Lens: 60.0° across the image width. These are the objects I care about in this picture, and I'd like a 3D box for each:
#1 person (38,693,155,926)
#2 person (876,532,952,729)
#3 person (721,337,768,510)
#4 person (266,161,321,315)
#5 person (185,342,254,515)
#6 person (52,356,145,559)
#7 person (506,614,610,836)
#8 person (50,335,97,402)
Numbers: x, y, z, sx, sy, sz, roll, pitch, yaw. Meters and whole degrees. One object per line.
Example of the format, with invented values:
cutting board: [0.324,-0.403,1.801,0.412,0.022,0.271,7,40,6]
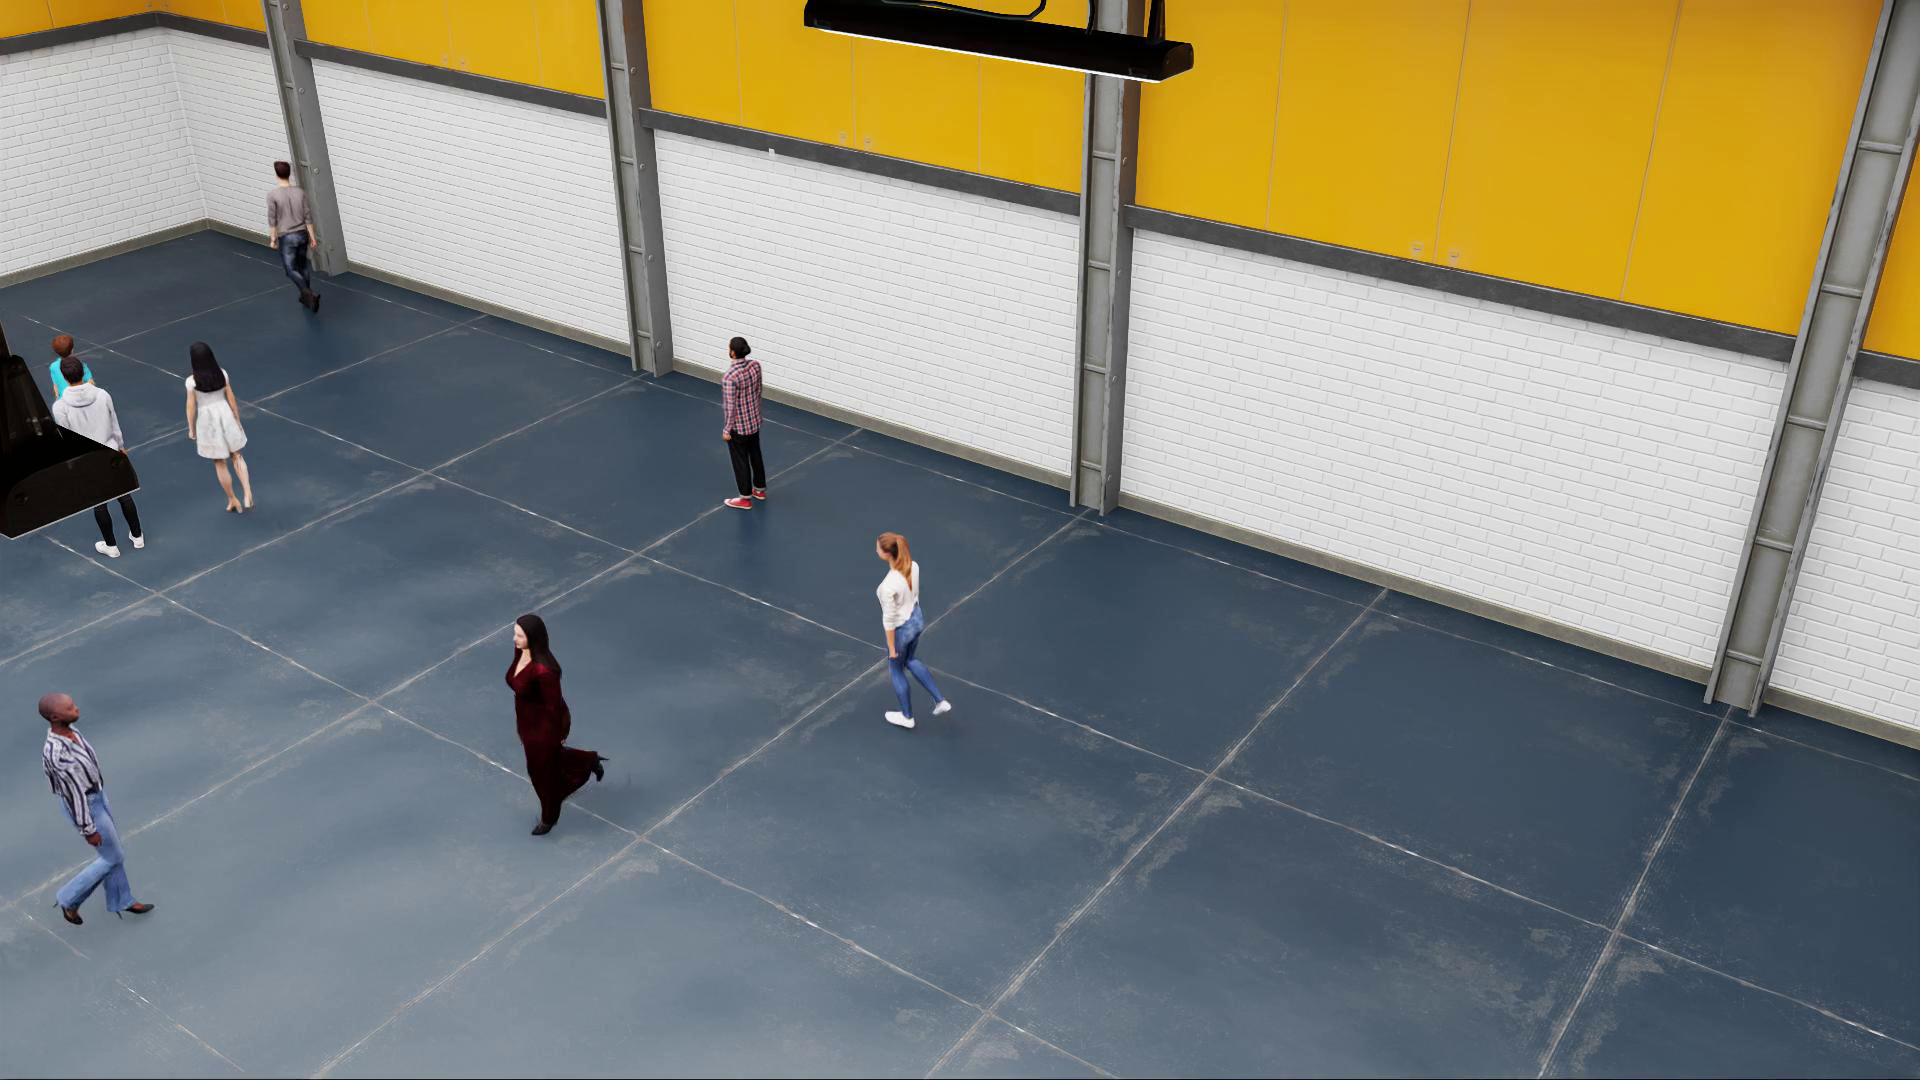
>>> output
person: [-5.694,1.776,10.680,0.907,1.782,0.869,-11,31,-20]
person: [-0.370,0.713,12.708,0.795,1.707,0.664,17,33,29]
person: [-2.094,-1.149,16.066,0.598,1.760,0.697,16,33,27]
person: [-8.253,-3.720,20.649,0.817,1.884,1.130,-24,37,-37]
person: [-7.041,-1.030,15.838,0.705,1.769,0.700,25,37,37]
person: [-7.883,-0.767,15.188,0.621,1.929,0.713,24,37,37]
person: [-2.843,1.249,11.688,0.907,1.743,0.966,-19,34,-31]
person: [-8.927,-1.356,16.783,0.690,1.437,0.749,-3,29,-6]
